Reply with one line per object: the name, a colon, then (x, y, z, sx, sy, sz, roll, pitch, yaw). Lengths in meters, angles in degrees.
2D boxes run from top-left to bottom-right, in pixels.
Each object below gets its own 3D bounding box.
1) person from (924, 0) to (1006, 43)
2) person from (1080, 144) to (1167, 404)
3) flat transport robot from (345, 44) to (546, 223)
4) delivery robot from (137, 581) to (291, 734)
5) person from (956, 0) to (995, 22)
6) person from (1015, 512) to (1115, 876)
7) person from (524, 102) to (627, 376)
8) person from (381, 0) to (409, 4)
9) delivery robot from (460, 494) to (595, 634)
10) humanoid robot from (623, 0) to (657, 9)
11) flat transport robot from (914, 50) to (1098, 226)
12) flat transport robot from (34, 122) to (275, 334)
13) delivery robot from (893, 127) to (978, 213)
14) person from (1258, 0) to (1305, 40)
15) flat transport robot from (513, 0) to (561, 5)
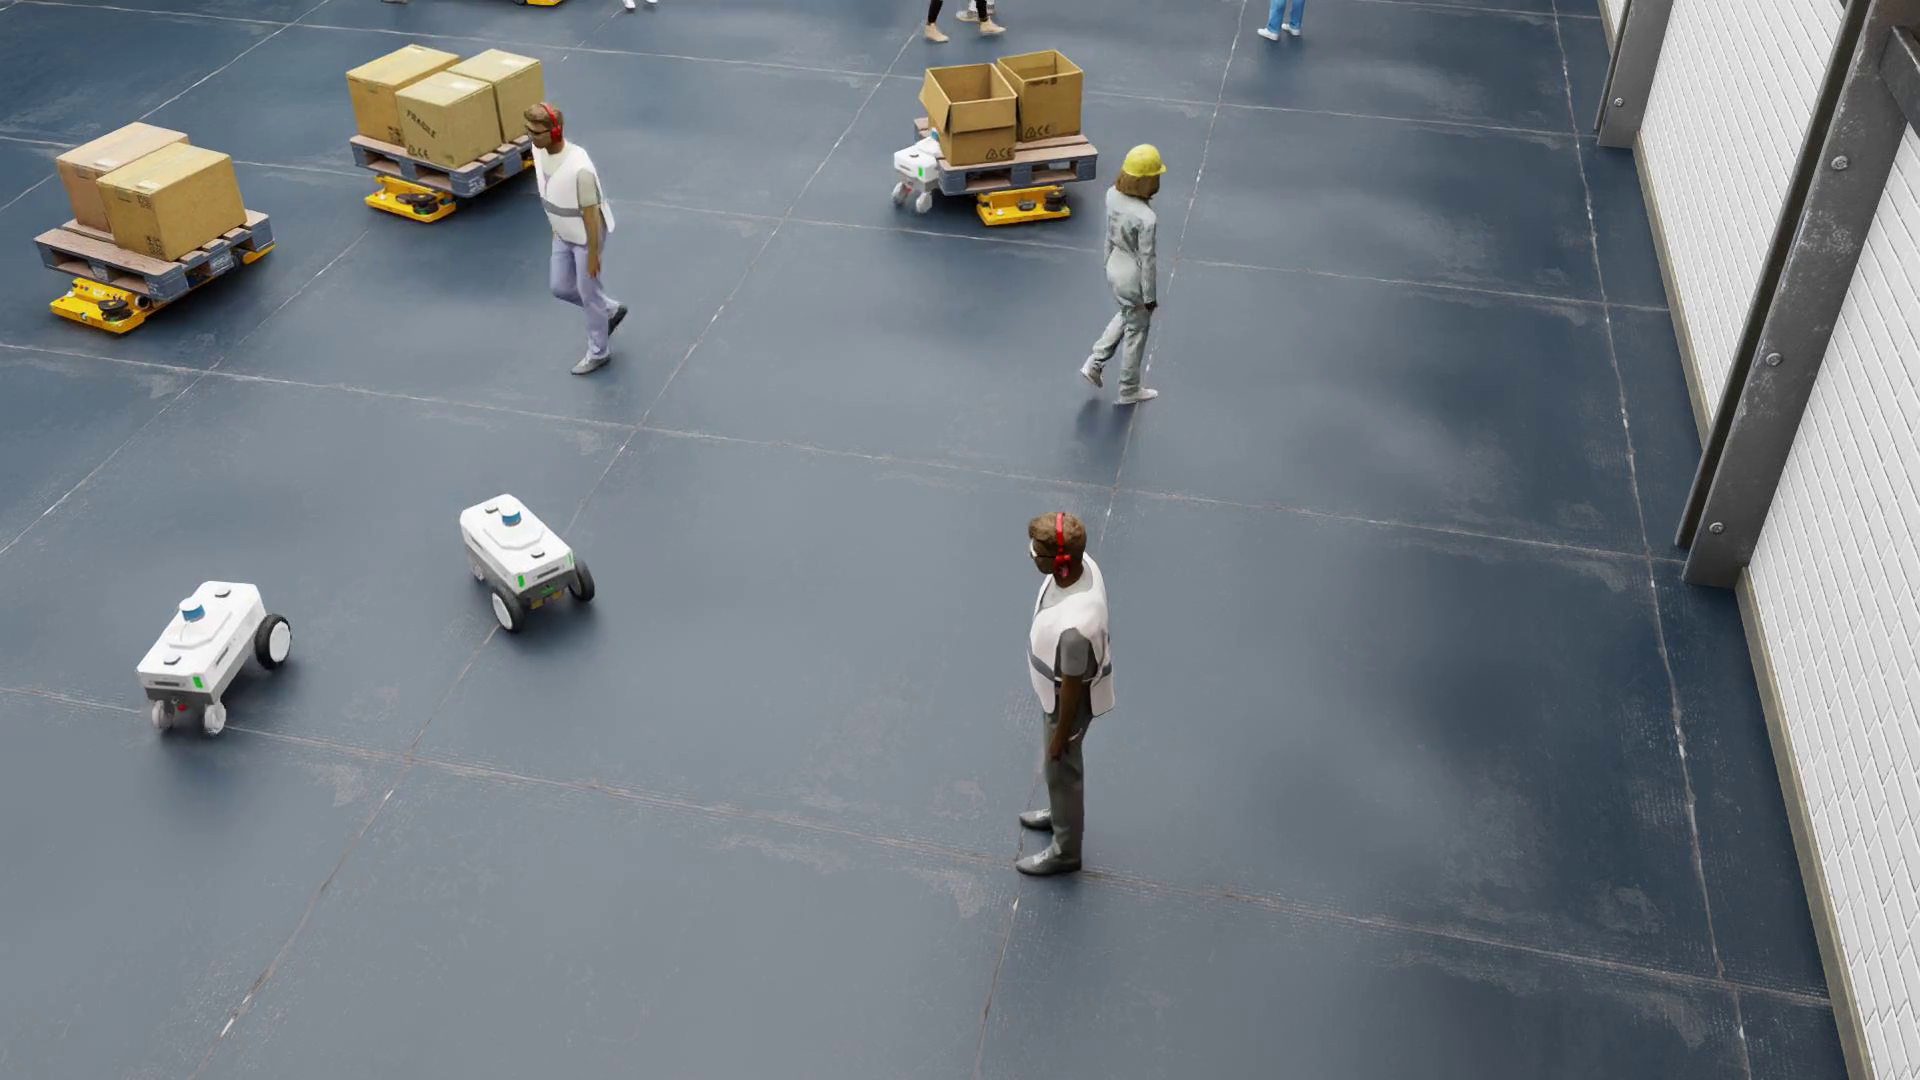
person: (0.062, -5.411, 15.311, 0.821, 1.634, 0.545, 8, 37, 10)
person: (1.037, -1.593, 10.128, 0.420, 1.729, 0.504, -17, 40, -22)
flat transport robot: (-3.935, -2.909, 13.111, 0.659, 0.231, 1.431, 19, 41, 24)
delivery robot: (-3.733, 0.541, 8.272, 0.499, 0.614, 0.815, 4, 37, 5)
person: (0.175, -5.879, 15.740, 0.356, 1.882, 0.574, 16, 40, 20)
person: (0.452, 0.654, 7.041, 0.404, 1.833, 0.563, 0, 37, 0)
person: (-2.395, -1.915, 10.480, 0.578, 1.826, 0.484, 30, 46, 34)
person: (-5.553, -6.187, 16.164, 0.417, 1.870, 0.535, 17, 40, 22)
delivery robot: (-2.355, 0.076, 8.872, 0.499, 0.587, 0.777, -27, 44, -31)
humanoid robot: (-3.189, -6.021, 15.976, 0.530, 1.711, 0.725, -17, 40, -21)
flat transport robot: (0.329, -2.874, 13.064, 0.659, 0.231, 1.431, -9, 38, -12)
flat transport robot: (-5.636, -1.917, 11.784, 0.659, 0.231, 1.431, 16, 40, 21)
delivery robot: (-0.150, -2.900, 12.876, 0.815, 0.614, 0.499, -30, 46, -34)
person: (3.063, -5.512, 15.383, 0.483, 1.719, 0.376, -21, 42, -26)
flat transport robot: (-4.583, -5.640, 16.766, 1.431, 0.231, 0.659, 10, 38, 14)
